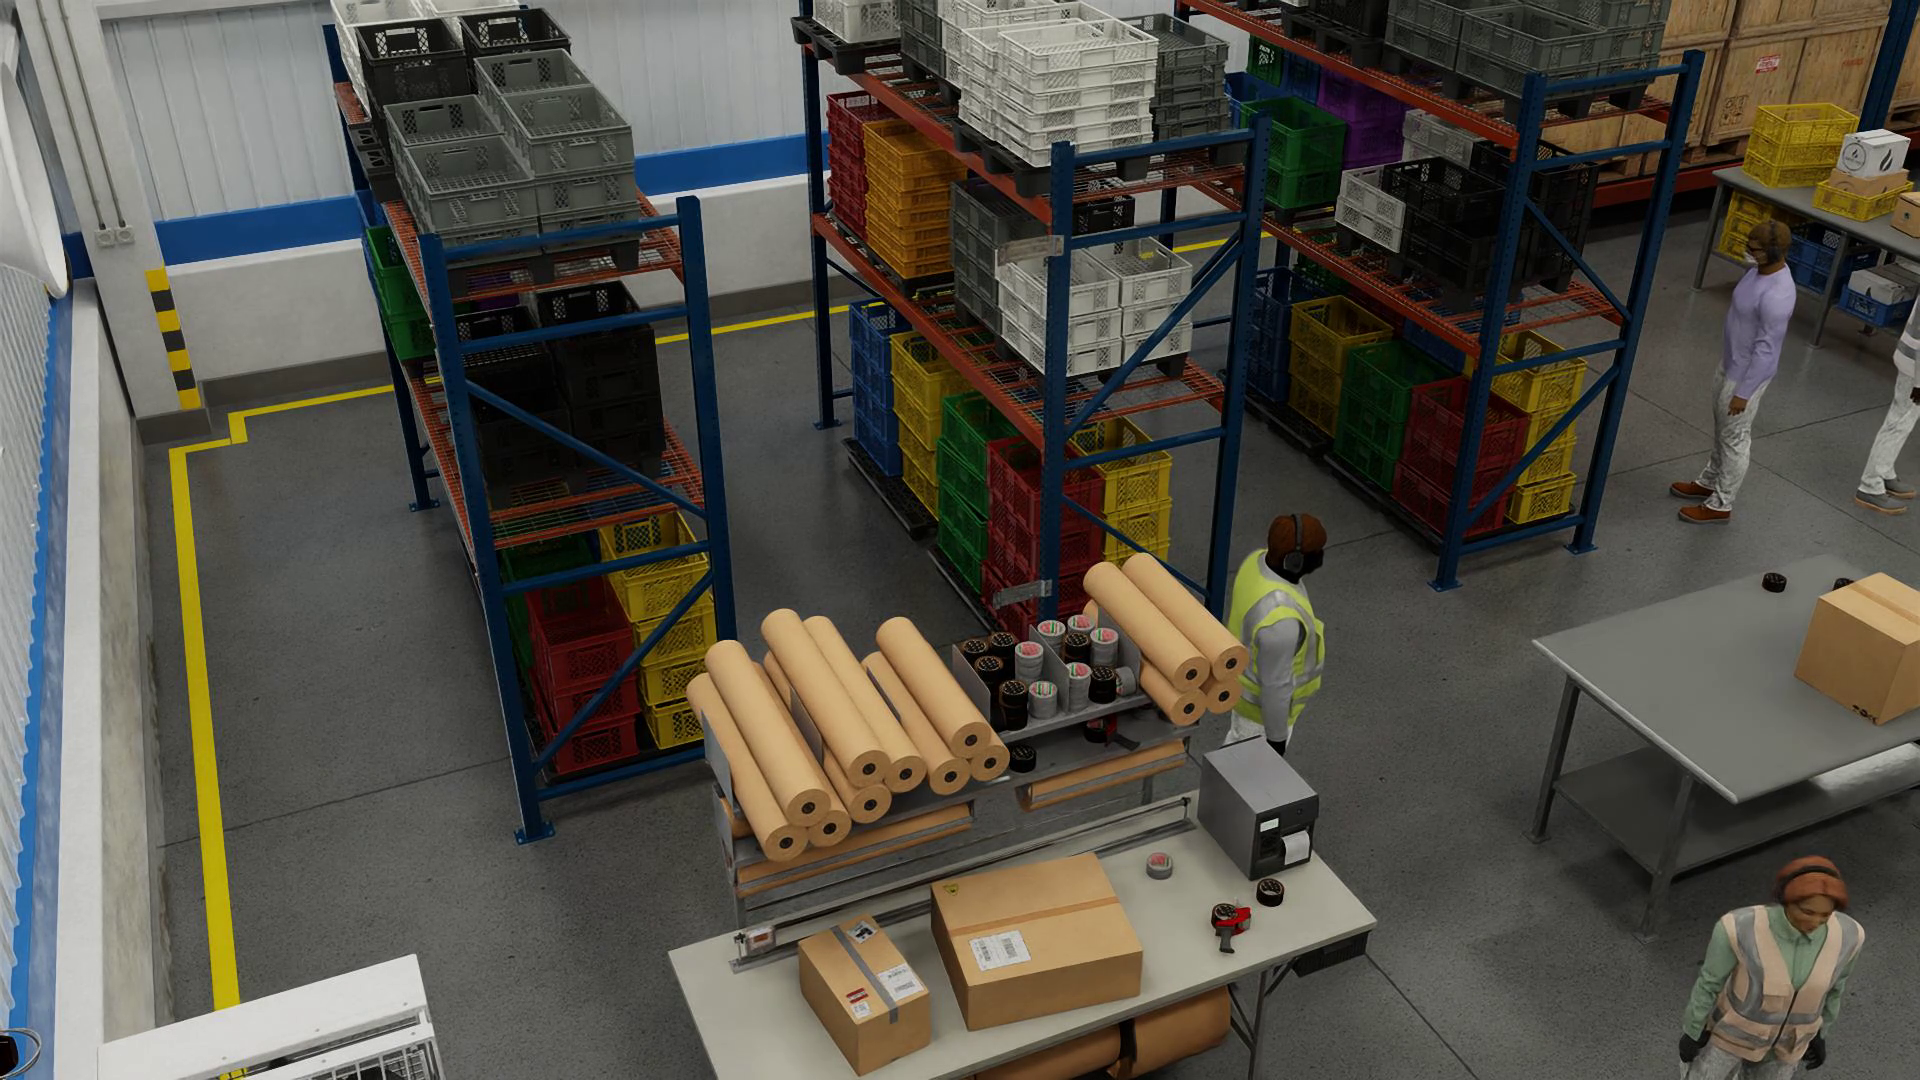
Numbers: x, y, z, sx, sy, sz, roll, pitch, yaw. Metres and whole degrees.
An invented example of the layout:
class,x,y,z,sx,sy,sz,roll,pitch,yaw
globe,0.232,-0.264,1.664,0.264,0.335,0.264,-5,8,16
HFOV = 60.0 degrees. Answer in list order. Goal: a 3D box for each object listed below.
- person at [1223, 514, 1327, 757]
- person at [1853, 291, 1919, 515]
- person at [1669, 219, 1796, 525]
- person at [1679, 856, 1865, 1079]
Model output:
class,x,y,z,sx,sy,sz,roll,pitch,yaw
person,1.368,0.686,7.356,0.430,1.837,0.629,0,32,0
person,5.895,-1.064,10.159,0.360,1.878,0.579,20,37,29
person,4.690,-1.000,9.995,0.373,1.935,0.628,7,32,12
person,2.782,1.737,5.828,0.523,1.636,0.311,0,32,1
